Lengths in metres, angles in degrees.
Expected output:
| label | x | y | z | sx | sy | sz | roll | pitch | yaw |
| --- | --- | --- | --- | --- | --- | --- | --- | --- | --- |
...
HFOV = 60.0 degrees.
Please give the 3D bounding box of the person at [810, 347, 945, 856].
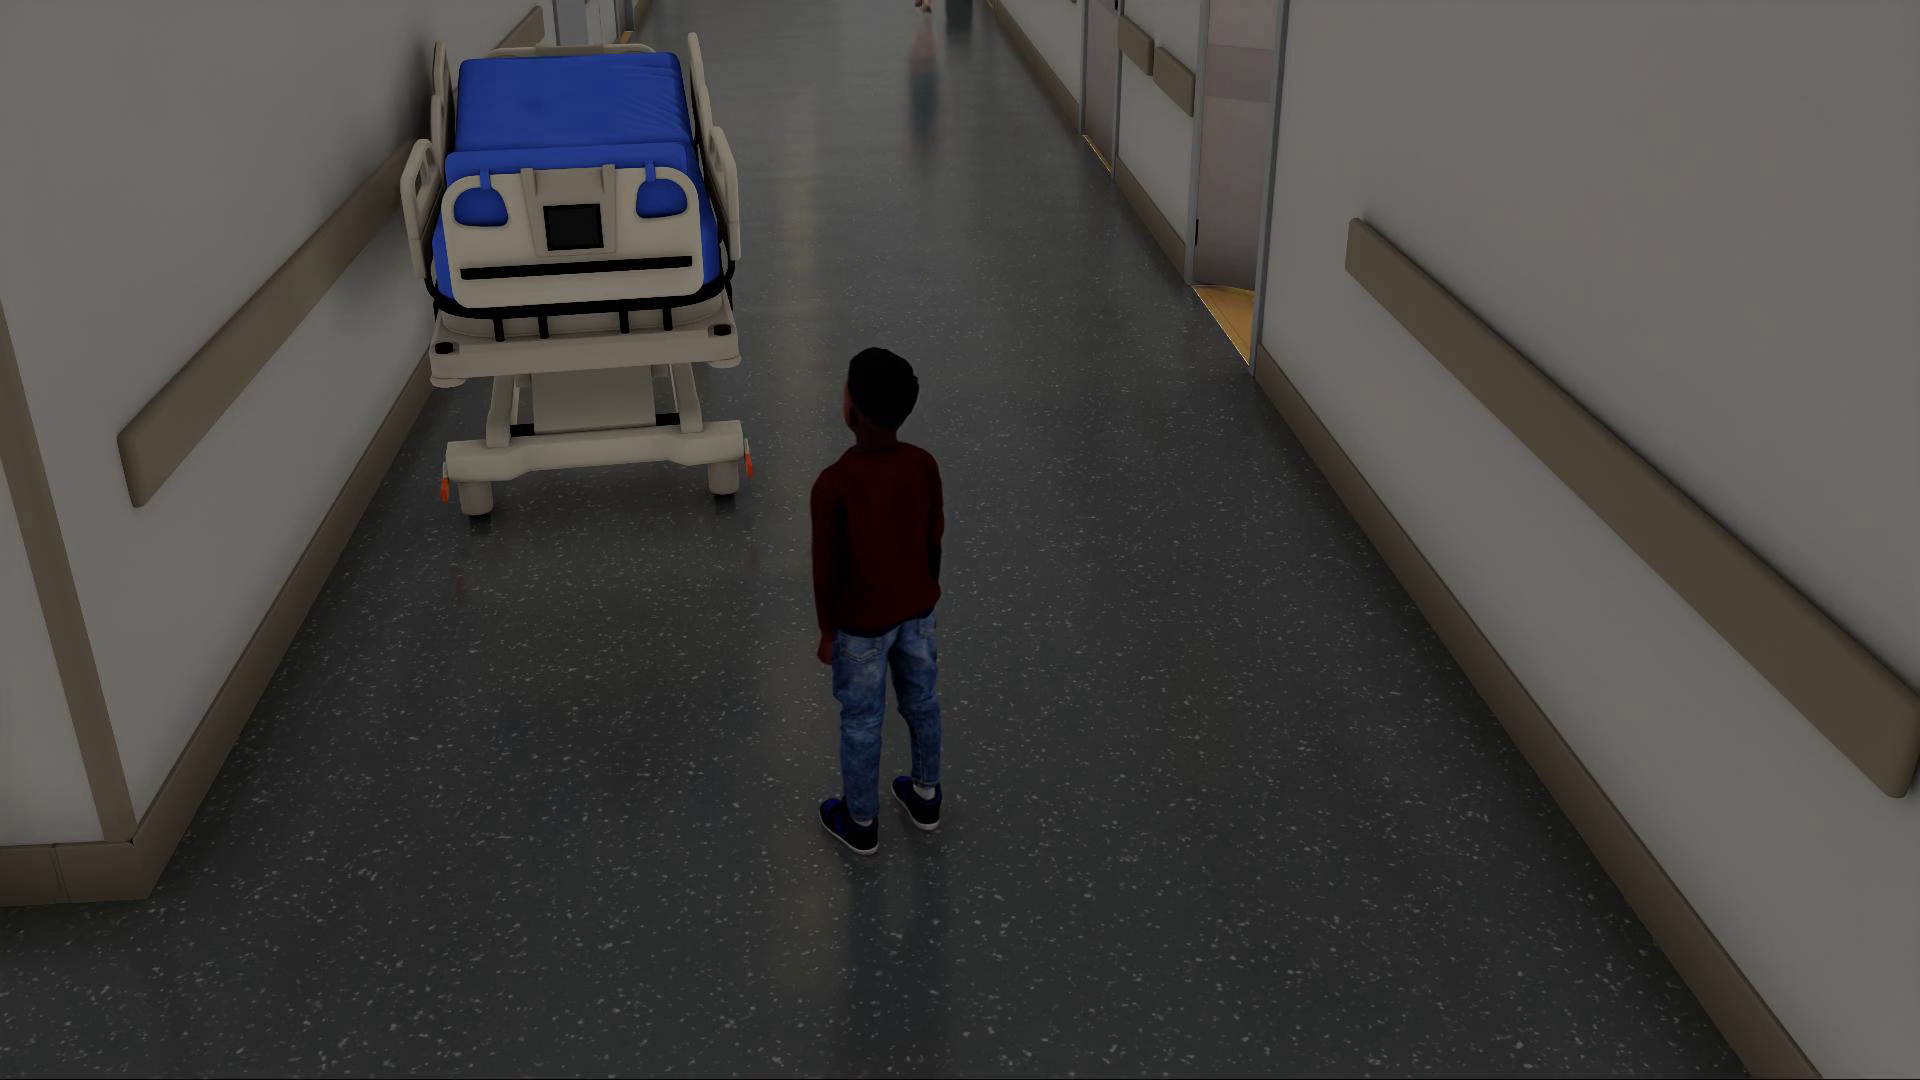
| label | x | y | z | sx | sy | sz | roll | pitch | yaw |
| --- | --- | --- | --- | --- | --- | --- | --- | --- | --- |
| person | -0.180 | 0.155 | 3.896 | 0.551 | 1.254 | 0.634 | -18 | 31 | -33 |
